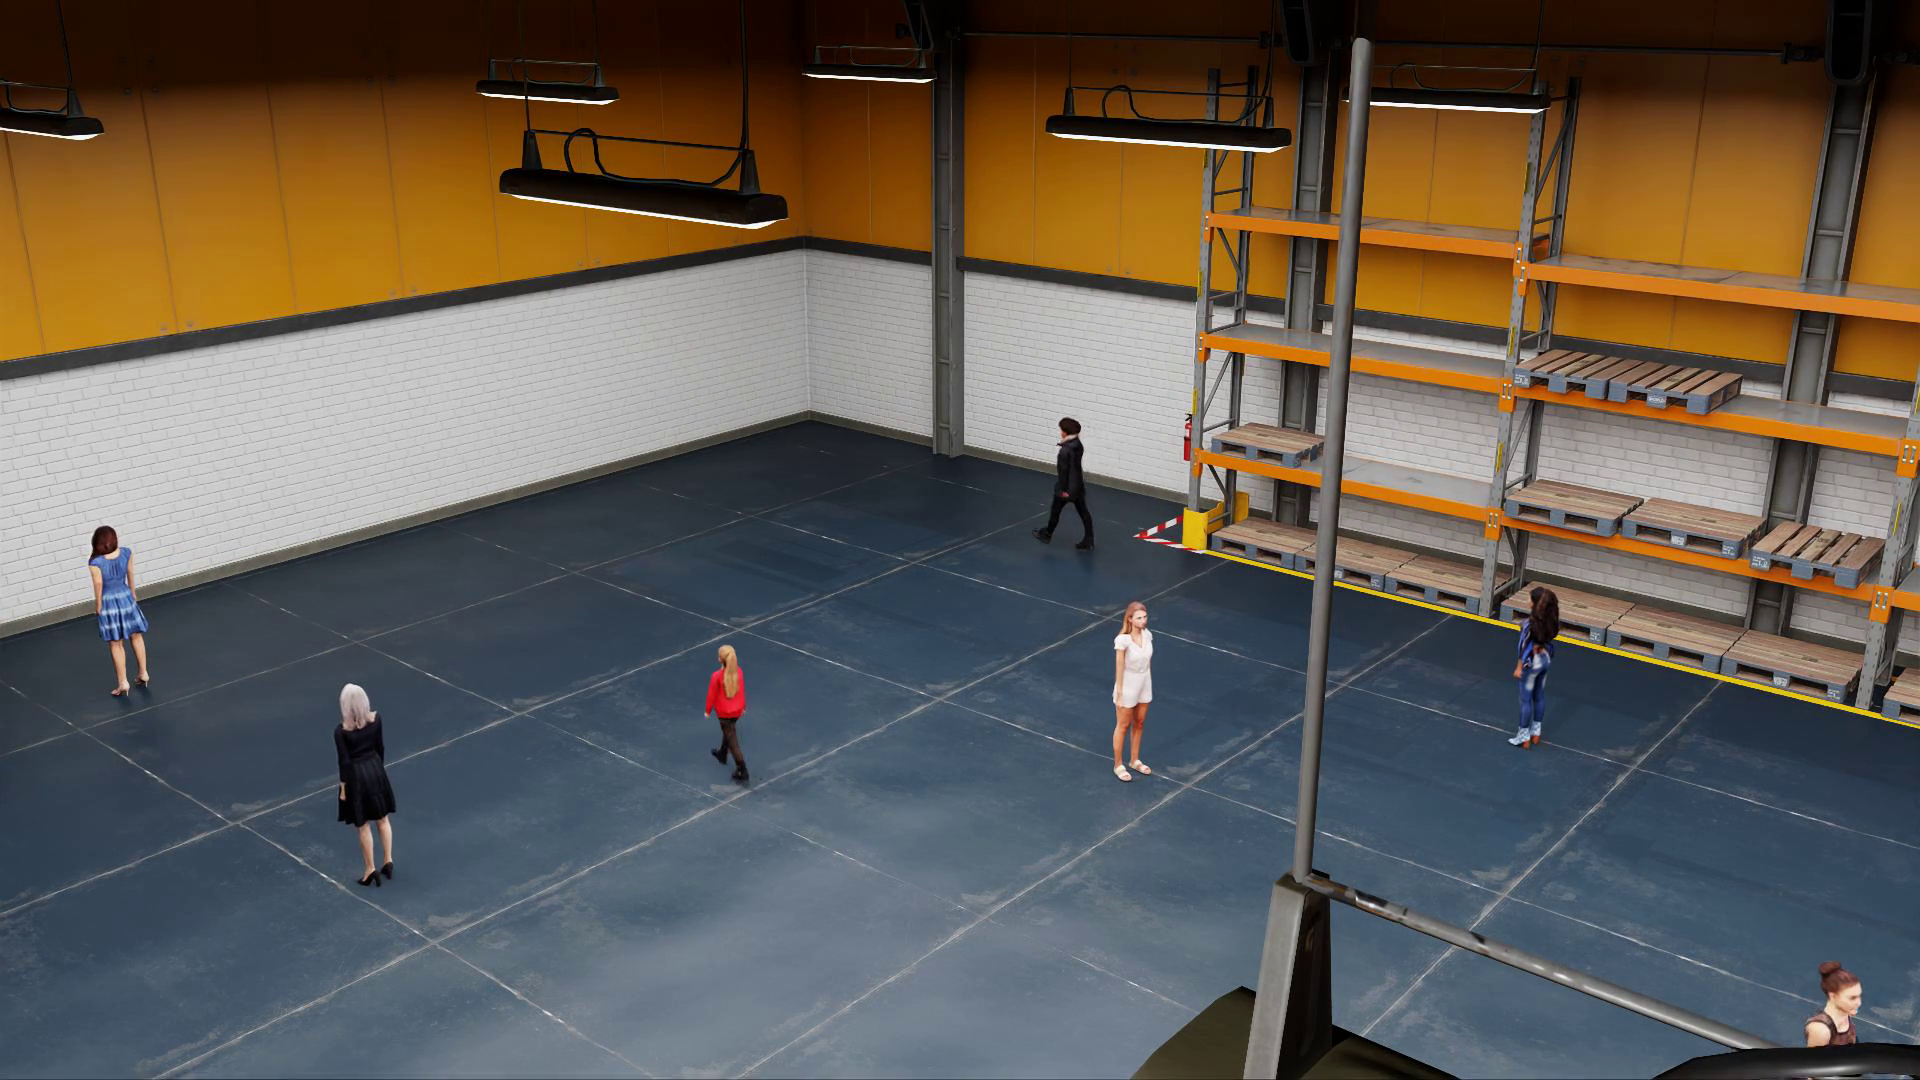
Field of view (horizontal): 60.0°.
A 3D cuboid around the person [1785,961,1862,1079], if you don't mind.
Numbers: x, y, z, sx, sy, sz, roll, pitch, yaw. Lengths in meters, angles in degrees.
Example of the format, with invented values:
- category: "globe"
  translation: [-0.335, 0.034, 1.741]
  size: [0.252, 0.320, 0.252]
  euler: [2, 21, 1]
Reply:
- category: "person"
  translation: [4.972, 3.204, 9.787]
  size: [0.658, 1.666, 0.689]
  euler: [-13, 23, -34]

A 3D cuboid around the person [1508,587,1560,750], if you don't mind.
- category: "person"
  translation: [5.461, 1.197, 15.829]
  size: [0.666, 1.614, 0.644]
  euler: [-11, 22, -31]

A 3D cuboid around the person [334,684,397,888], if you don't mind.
- category: "person"
  translation: [-4.786, 1.957, 13.364]
  size: [0.568, 1.747, 0.599]
  euler: [13, 23, 35]

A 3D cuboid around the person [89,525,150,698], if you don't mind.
- category: "person"
  translation: [-8.603, 0.706, 16.985]
  size: [0.655, 1.806, 0.721]
  euler: [9, 20, 24]

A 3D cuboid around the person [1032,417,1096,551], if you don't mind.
- category: "person"
  translation: [1.483, -0.667, 21.181]
  size: [1.102, 1.730, 0.605]
  euler: [15, 24, 37]

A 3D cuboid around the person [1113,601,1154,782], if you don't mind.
- category: "person"
  translation: [1.585, 1.354, 15.232]
  size: [0.626, 1.697, 0.624]
  euler: [-12, 22, -32]

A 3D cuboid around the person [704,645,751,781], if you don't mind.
- category: "person"
  translation: [-2.086, 1.600, 15.201]
  size: [0.566, 1.252, 0.924]
  euler: [-16, 25, -40]
